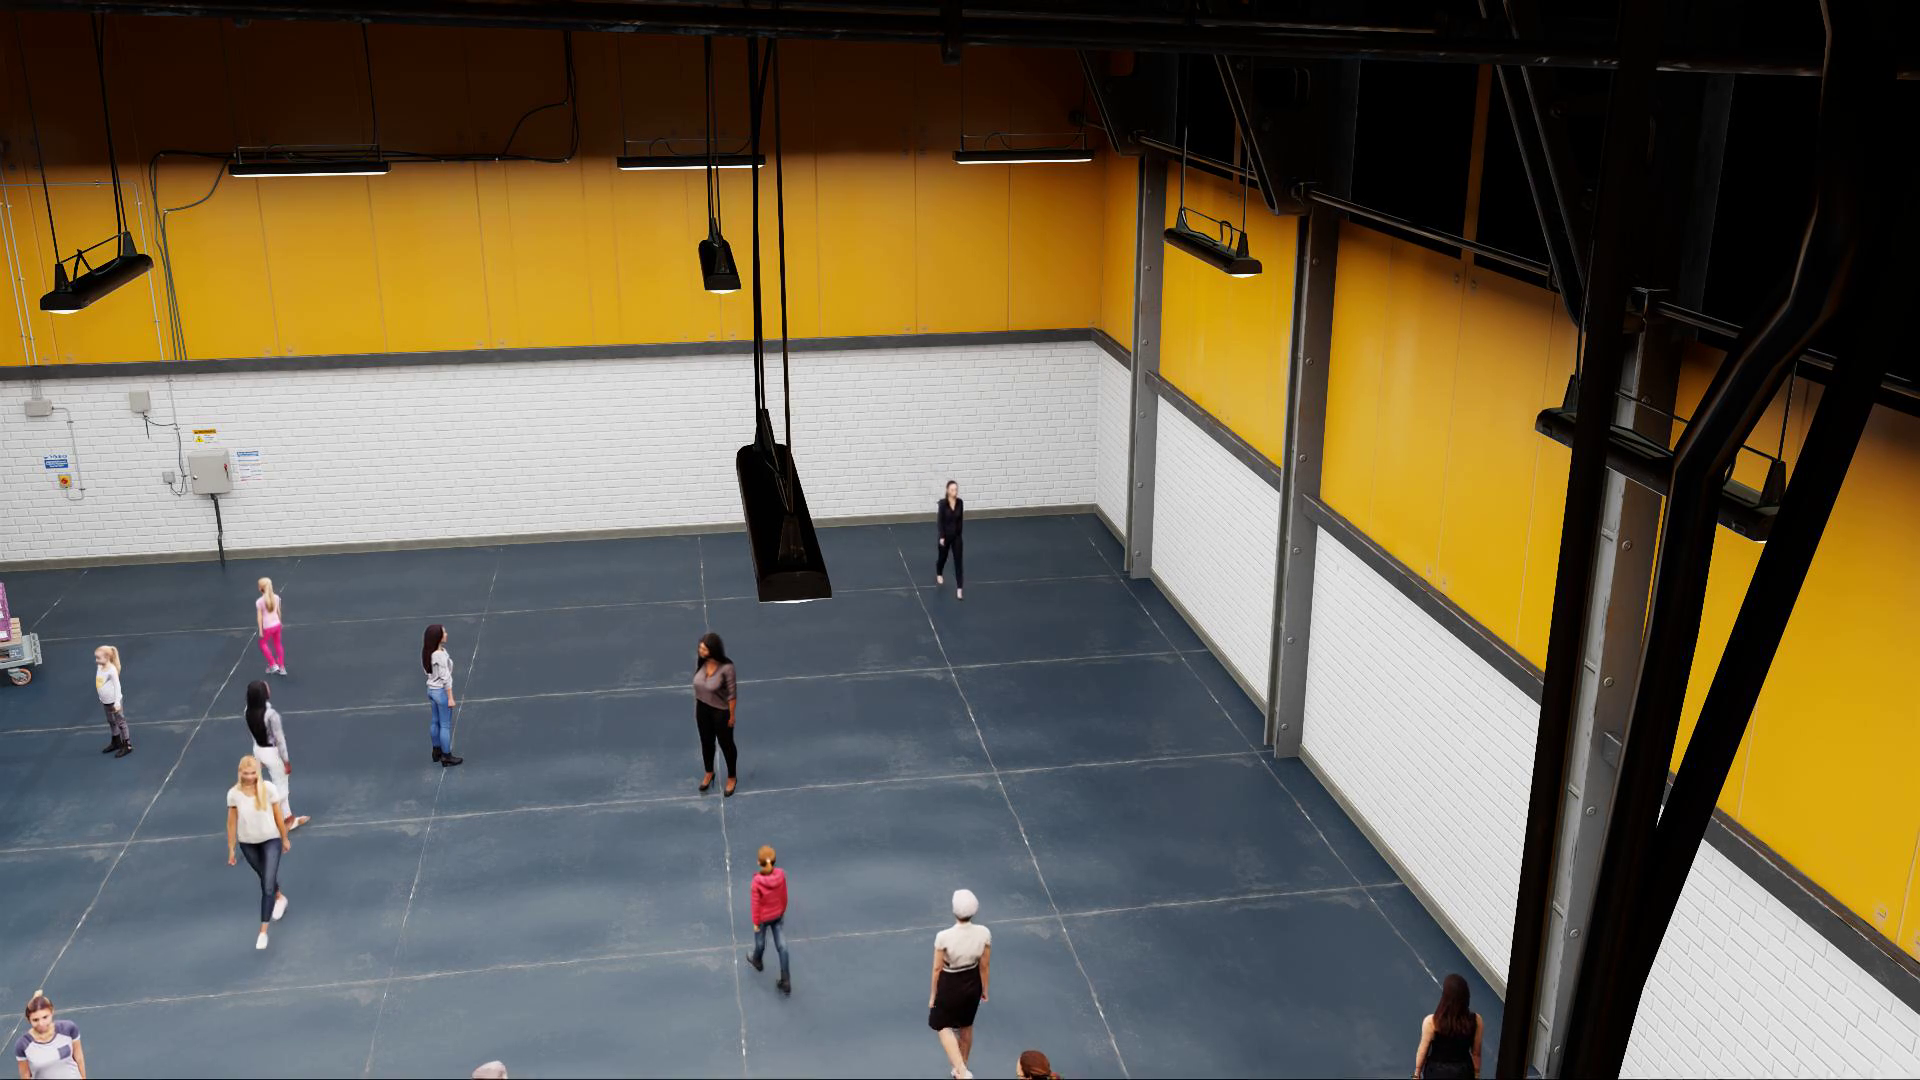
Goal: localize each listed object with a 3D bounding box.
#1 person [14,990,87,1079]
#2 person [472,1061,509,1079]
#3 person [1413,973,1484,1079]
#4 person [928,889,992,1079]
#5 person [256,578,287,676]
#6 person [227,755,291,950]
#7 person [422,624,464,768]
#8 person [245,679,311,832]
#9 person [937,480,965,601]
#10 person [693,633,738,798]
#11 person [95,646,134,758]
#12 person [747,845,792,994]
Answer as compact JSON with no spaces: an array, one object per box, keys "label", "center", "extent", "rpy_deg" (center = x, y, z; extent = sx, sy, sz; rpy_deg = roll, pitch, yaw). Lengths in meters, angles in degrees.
[{"label":"person","center":[-6.367,3.918,11.748],"extent":[0.631,1.620,0.640],"rpy_deg":[-13,23,-34]},{"label":"person","center":[-2.930,4.165,10.593],"extent":[0.748,1.890,0.784],"rpy_deg":[10,21,28]},{"label":"person","center":[3.482,3.876,11.775],"extent":[0.630,1.682,0.621],"rpy_deg":[-1,19,-2]},{"label":"person","center":[0.017,3.522,12.738],"extent":[0.716,1.738,0.893],"rpy_deg":[-7,20,-19]},{"label":"person","center":[-8.553,1.086,20.716],"extent":[0.654,1.262,0.592],"rpy_deg":[12,22,31]},{"label":"person","center":[-6.316,2.726,15.062],"extent":[0.653,1.763,1.122],"rpy_deg":[-3,19,-8]},{"label":"person","center":[-5.741,1.693,18.336],"extent":[0.740,1.631,0.633],"rpy_deg":[-17,25,-41]},{"label":"person","center":[-6.944,2.225,16.641],"extent":[1.014,1.706,1.070],"rpy_deg":[12,22,32]},{"label":"person","center":[-0.180,-0.022,23.363],"extent":[0.722,1.674,1.108],"rpy_deg":[-8,20,-21]},{"label":"person","center":[-2.579,1.825,17.621],"extent":[0.751,1.838,0.792],"rpy_deg":[10,21,27]},{"label":"person","center":[-9.492,1.783,18.622],"extent":[0.581,1.279,0.637],"rpy_deg":[11,22,30]},{"label":"person","center":[-1.594,3.259,14.228],"extent":[0.757,1.286,0.987],"rpy_deg":[-11,22,-30]}]
